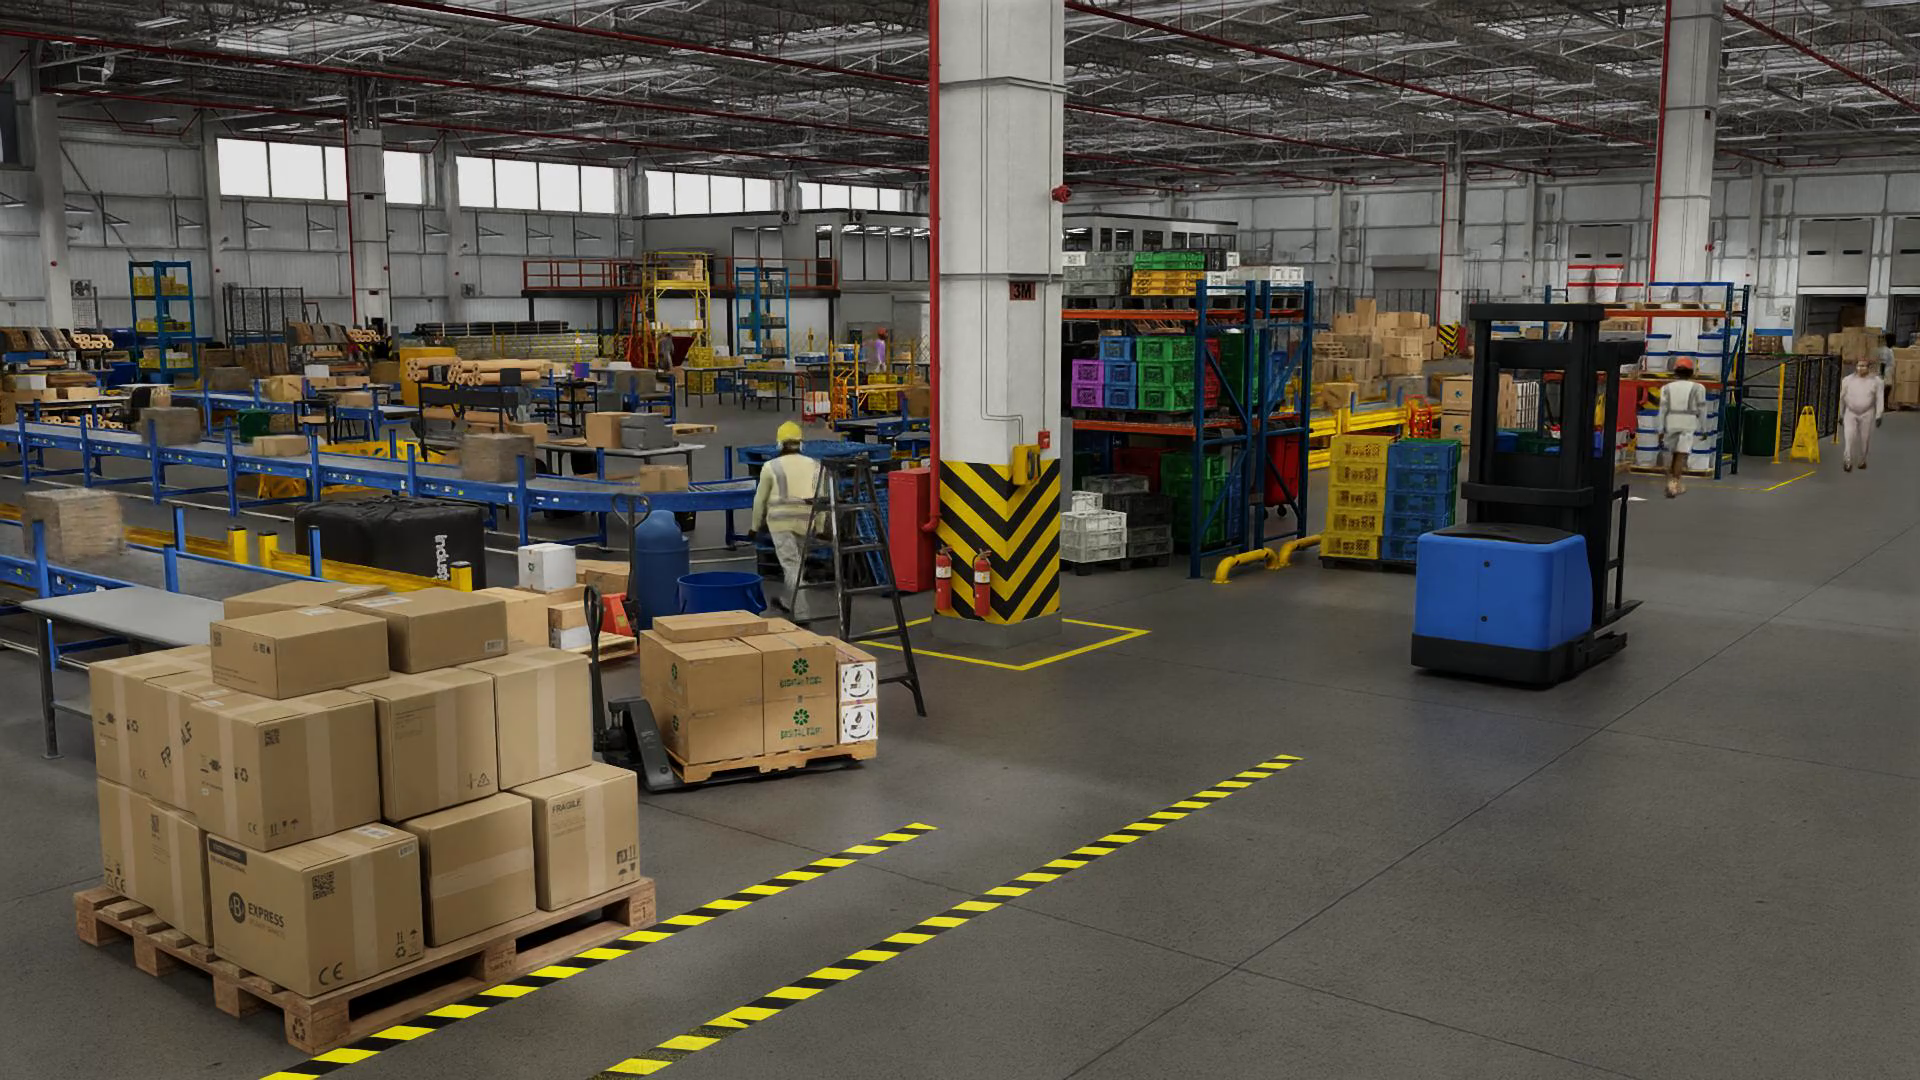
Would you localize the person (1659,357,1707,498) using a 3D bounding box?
[{"bbox_3d":[10.208,-1.595,23.606,0.611,2.012,0.961,8,12,44],"label":"person"}]

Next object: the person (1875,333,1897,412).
[{"bbox_3d":[22.532,-4.077,40.528,0.532,1.951,0.606,7,11,41],"label":"person"}]

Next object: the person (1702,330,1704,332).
[{"bbox_3d":[24.623,-6.393,55.811,0.535,2.000,0.687,-2,9,-15],"label":"person"}]

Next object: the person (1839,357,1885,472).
[{"bbox_3d":[14.722,-2.052,27.169,0.659,1.865,0.977,6,10,34],"label":"person"}]

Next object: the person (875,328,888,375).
[{"bbox_3d":[-2.142,-5.105,47.576,0.906,1.902,0.577,4,9,23],"label":"person"}]

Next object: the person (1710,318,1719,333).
[{"bbox_3d":[31.679,-8.394,69.920,0.507,1.859,0.463,-4,9,-25],"label":"person"}]

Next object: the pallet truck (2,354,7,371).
[{"bbox_3d":[-24.881,-4.417,42.634,1.885,1.965,0.823,8,11,41],"label":"pallet truck"}]

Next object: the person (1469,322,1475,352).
[{"bbox_3d":[24.662,-9.839,79.864,0.573,1.804,0.665,3,9,22],"label":"person"}]

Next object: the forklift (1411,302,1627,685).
[{"bbox_3d":[4.379,-0.438,12.852,1.129,2.768,1.873,7,11,37],"label":"forklift"}]

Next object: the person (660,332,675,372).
[{"bbox_3d":[-10.250,-6.539,57.941,0.887,1.701,0.499,3,9,21],"label":"person"}]

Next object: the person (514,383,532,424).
[{"bbox_3d":[-8.123,-2.492,30.882,0.274,1.632,0.507,-8,12,-43],"label":"person"}]

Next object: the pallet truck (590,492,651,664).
[{"bbox_3d":[-3.115,0.344,12.883,0.653,1.274,1.630,7,11,37],"label":"pallet truck"}]

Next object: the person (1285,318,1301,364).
[{"bbox_3d":[13.623,-8.183,68.124,0.640,1.962,0.484,5,10,29],"label":"person"}]

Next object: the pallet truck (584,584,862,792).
[{"bbox_3d":[-1.426,0.805,10.019,1.601,1.201,0.680,-4,9,-26],"label":"pallet truck"}]

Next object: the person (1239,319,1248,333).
[{"bbox_3d":[11.665,-8.221,68.535,0.393,1.930,0.539,3,9,17],"label":"person"}]

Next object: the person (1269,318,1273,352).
[{"bbox_3d":[15.327,-10.139,81.729,0.505,1.844,0.346,-3,9,-18],"label":"person"}]

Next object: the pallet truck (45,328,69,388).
[{"bbox_3d":[-23.775,-4.544,43.495,1.885,1.965,0.823,6,10,35],"label":"pallet truck"}]

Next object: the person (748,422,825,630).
[{"bbox_3d":[-1.500,-0.131,14.490,0.606,1.781,0.948,-6,10,-36],"label":"person"}]

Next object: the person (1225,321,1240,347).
[{"bbox_3d":[10.114,-7.215,61.920,0.629,1.861,0.636,-2,9,-13],"label":"person"}]
